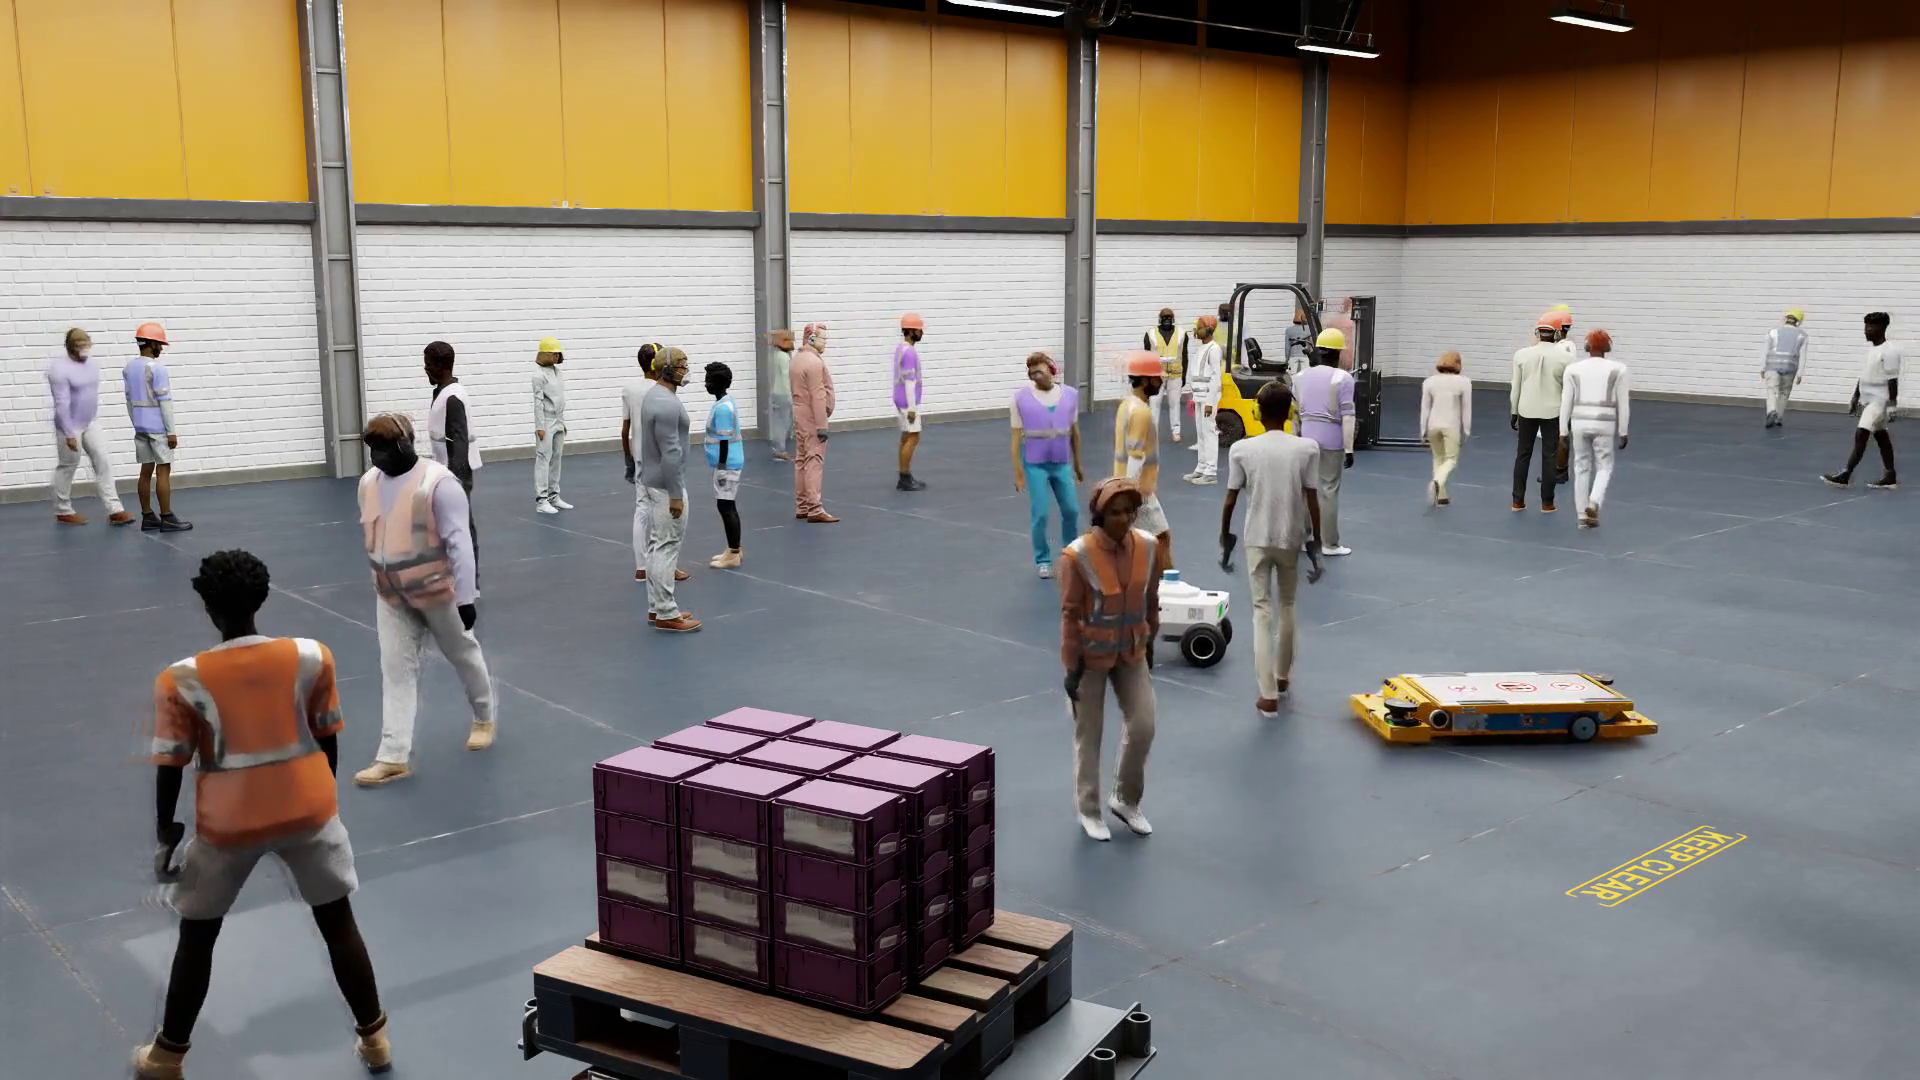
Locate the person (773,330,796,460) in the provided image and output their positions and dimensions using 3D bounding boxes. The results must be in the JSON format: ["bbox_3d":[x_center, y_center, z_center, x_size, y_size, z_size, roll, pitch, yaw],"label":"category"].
[{"bbox_3d":[-2.147,-1.792,20.641,0.365,1.620,0.530,-2,10,-11],"label":"person"}]

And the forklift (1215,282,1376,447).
[{"bbox_3d":[4.328,-2.346,22.227,2.313,2.155,1.214,3,10,16],"label":"forklift"}]

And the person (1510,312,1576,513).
[{"bbox_3d":[5.757,-1.252,16.446,0.619,1.989,0.396,6,11,30],"label":"person"}]

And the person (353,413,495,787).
[{"bbox_3d":[-2.641,0.252,8.253,0.713,1.787,0.979,4,10,21],"label":"person"}]

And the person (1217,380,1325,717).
[{"bbox_3d":[1.741,0.023,9.383,0.573,1.836,0.823,1,10,5],"label":"person"}]

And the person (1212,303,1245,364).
[{"bbox_3d":[4.357,-2.986,27.174,0.626,1.795,0.947,5,11,27],"label":"person"}]

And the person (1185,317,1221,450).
[{"bbox_3d":[3.163,-2.027,21.645,0.419,1.751,0.531,5,11,29],"label":"person"}]

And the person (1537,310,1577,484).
[{"bbox_3d":[6.668,-1.598,18.596,0.373,1.934,0.552,6,11,32],"label":"person"}]

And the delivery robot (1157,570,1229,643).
[{"bbox_3d":[1.325,0.432,10.477,0.707,0.478,0.477,2,10,14],"label":"delivery robot"}]

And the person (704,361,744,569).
[{"bbox_3d":[-1.916,-0.607,13.532,0.321,1.693,0.538,-1,10,-5],"label":"person"}]

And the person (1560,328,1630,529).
[{"bbox_3d":[5.829,-1.011,15.327,0.615,1.873,0.530,6,11,30],"label":"person"}]

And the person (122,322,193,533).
[{"bbox_3d":[-7.403,-1.032,15.310,0.542,1.929,0.369,5,11,27],"label":"person"}]

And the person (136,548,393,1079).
[{"bbox_3d":[-2.194,0.859,5.081,0.713,1.655,0.479,-6,11,-31],"label":"person"}]

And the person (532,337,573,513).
[{"bbox_3d":[-4.043,-1.143,16.502,0.314,1.743,0.493,3,10,16],"label":"person"}]

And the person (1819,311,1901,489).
[{"bbox_3d":[9.832,-1.511,18.098,0.932,1.922,0.639,2,10,9],"label":"person"}]

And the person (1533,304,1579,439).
[{"bbox_3d":[8.147,-2.274,22.731,0.639,1.871,0.962,-3,10,-15],"label":"person"}]

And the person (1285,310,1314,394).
[{"bbox_3d":[5.720,-3.055,28.017,0.499,1.633,0.286,3,10,16],"label":"person"}]

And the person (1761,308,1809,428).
[{"bbox_3d":[12.035,-2.493,24.312,0.619,1.779,0.776,5,11,26],"label":"person"}]

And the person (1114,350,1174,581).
[{"bbox_3d":[1.246,-0.386,11.663,0.974,1.890,0.558,-1,10,-5],"label":"person"}]

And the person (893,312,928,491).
[{"bbox_3d":[-0.534,-1.507,18.073,0.379,1.937,0.550,-2,10,-12],"label":"person"}]

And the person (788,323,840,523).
[{"bbox_3d":[-1.390,-1.120,15.909,0.405,1.903,0.636,-4,11,-24],"label":"person"}]

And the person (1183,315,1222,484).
[{"bbox_3d":[2.727,-1.562,18.545,0.355,1.884,0.575,-2,10,-9],"label":"person"}]

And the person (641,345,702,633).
[{"bbox_3d":[-1.977,-0.345,11.258,0.356,1.938,0.633,-3,10,-18],"label":"person"}]

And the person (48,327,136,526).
[{"bbox_3d":[-8.149,-1.033,15.475,0.945,1.873,0.633,3,10,17],"label":"person"}]

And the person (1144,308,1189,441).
[{"bbox_3d":[2.820,-2.257,22.774,0.621,1.835,0.430,0,10,2],"label":"person"}]

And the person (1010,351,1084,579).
[{"bbox_3d":[0.696,-0.586,13.060,0.668,1.803,0.418,-4,10,-21],"label":"person"}]

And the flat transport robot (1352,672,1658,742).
[{"bbox_3d":[2.906,0.885,8.933,1.431,0.197,0.652,-1,10,-4],"label":"flat transport robot"}]

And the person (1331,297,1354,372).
[{"bbox_3d":[6.214,-2.933,26.567,0.435,1.881,0.669,-5,11,-29],"label":"person"}]

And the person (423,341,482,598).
[{"bbox_3d":[-3.743,-0.510,12.295,0.397,1.915,0.587,-4,11,-24],"label":"person"}]

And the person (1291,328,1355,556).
[{"bbox_3d":[3.091,-0.827,14.114,0.387,1.926,0.591,-9,13,-44],"label":"person"}]

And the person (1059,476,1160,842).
[{"bbox_3d":[0.639,0.518,7.143,0.518,1.611,0.420,-4,11,-23],"label":"person"}]

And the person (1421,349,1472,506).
[{"bbox_3d":[4.836,-1.109,16.655,0.503,1.603,0.624,7,12,34],"label":"person"}]

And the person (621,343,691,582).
[{"bbox_3d":[-2.388,-0.594,12.944,0.521,1.864,0.335,4,11,24],"label":"person"}]
